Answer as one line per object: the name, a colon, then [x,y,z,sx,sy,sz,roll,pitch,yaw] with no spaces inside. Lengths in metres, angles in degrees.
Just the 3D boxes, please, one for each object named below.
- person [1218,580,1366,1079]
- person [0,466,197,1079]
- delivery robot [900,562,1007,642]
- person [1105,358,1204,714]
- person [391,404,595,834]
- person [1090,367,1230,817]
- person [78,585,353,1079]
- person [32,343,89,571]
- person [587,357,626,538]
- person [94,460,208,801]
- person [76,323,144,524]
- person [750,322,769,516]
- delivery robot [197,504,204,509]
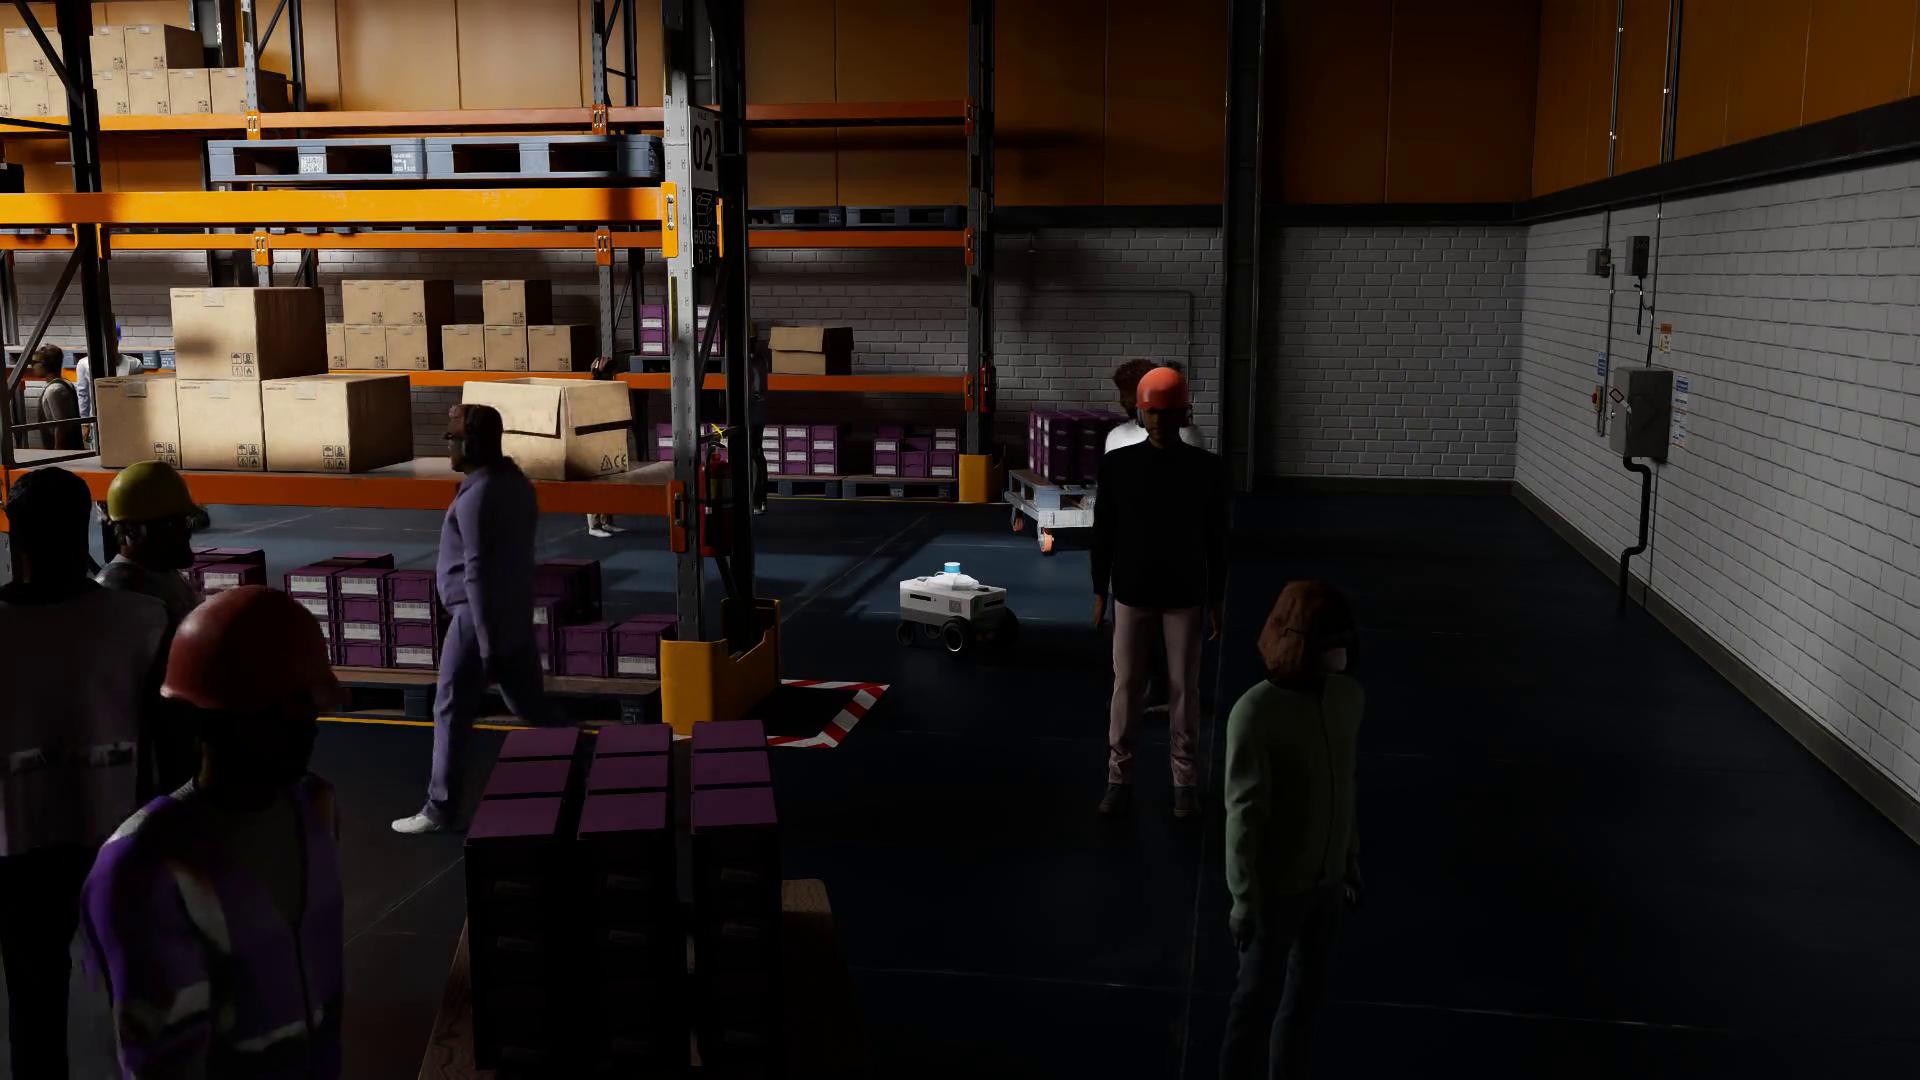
person: [0.877,0.904,4.336,0.507,1.631,0.265,-8,12,-40]
person: [-2.282,0.770,4.283,0.600,1.917,0.376,-3,10,-20]
delivery robot: [-0.050,0.386,10.593,0.707,0.478,0.477,8,12,41]
person: [1.111,-0.017,9.126,0.760,1.945,0.414,-4,10,-24]
person: [-1.945,0.346,7.084,0.939,1.876,0.642,1,9,6]
person: [0.880,0.235,7.368,0.612,1.995,0.378,2,9,9]
person: [-1.097,1.025,2.757,0.877,1.903,0.567,3,10,20]
person: [-7.211,-0.652,13.340,0.327,1.842,0.514,-3,10,-19]
person: [-3.257,-0.851,15.197,0.314,1.642,0.515,2,9,15]
person: [-2.488,0.661,5.227,0.404,1.831,0.600,-2,9,-13]
person: [-8.145,-1.135,16.008,0.605,1.949,0.382,-7,11,-35]
person: [-2.087,-1.201,16.482,0.367,1.926,0.594,1,9,8]
delivery robot: [-7.370,-0.387,15.391,0.707,0.478,0.477,-1,9,-6]
